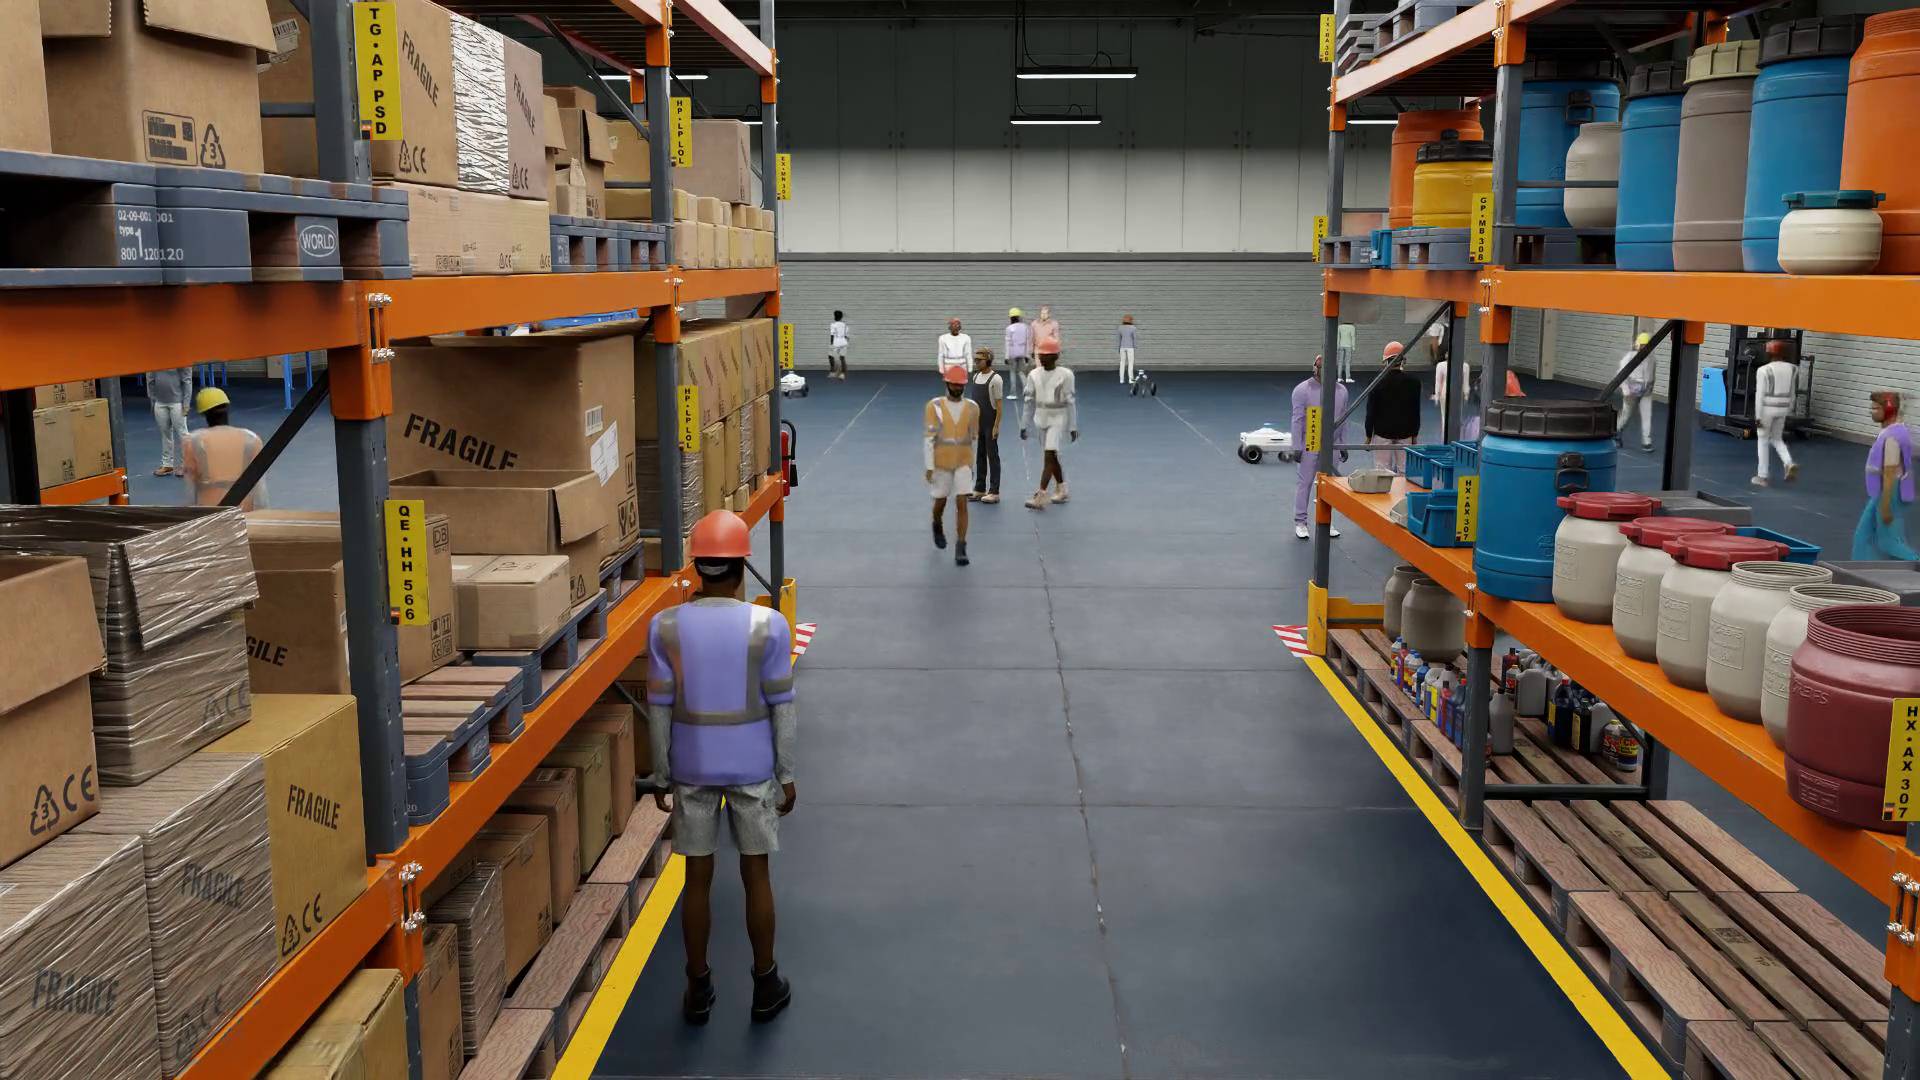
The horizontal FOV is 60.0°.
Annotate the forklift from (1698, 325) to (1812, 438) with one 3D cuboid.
[{"bbox_3d":[13.248,-3.165,27.620,1.129,2.768,1.873,0,9,1],"label":"forklift"}]

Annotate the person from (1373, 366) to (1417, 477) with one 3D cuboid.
[{"bbox_3d":[5.158,-1.323,19.807,0.544,1.751,0.528,0,9,-1],"label":"person"}]

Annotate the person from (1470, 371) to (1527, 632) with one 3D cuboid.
[{"bbox_3d":[4.027,-0.302,12.890,0.724,2.029,0.609,0,9,0],"label":"person"}]

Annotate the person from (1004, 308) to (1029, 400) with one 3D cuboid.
[{"bbox_3d":[1.184,-3.866,34.572,0.613,1.914,0.496,-7,12,-36],"label":"person"}]

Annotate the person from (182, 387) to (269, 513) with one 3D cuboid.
[{"bbox_3d":[-5.684,-0.241,12.927,0.609,1.894,0.618,-7,12,-34],"label":"person"}]

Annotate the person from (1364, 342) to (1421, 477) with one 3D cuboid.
[{"bbox_3d":[4.688,-1.151,18.076,0.612,1.995,0.392,-1,10,-4],"label":"person"}]

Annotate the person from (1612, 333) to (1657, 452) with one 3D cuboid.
[{"bbox_3d":[10.344,-2.280,25.451,0.589,1.799,0.869,-1,10,-7],"label":"person"}]

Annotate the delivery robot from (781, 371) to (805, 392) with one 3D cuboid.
[{"bbox_3d":[-3.588,-3.351,35.403,0.477,0.478,0.707,3,10,19],"label":"delivery robot"}]

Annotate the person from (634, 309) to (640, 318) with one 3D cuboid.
[{"bbox_3d":[-7.626,-4.727,39.812,0.987,1.902,0.538,0,9,1],"label":"person"}]

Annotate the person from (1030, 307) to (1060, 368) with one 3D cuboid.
[{"bbox_3d":[1.888,-4.252,37.055,0.652,1.863,0.993,1,10,6],"label":"person"}]

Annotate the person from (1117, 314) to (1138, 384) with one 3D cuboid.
[{"bbox_3d":[3.959,-4.519,39.332,0.507,1.631,0.266,5,11,27],"label":"person"}]

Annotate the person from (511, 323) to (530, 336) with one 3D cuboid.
[{"bbox_3d":[-8.041,-3.195,30.578,0.406,1.911,0.638,5,11,28],"label":"person"}]

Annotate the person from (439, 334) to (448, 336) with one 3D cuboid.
[{"bbox_3d":[-9.245,-3.071,30.039,0.795,1.850,0.512,2,10,13],"label":"person"}]

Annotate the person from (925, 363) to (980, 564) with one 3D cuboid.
[{"bbox_3d":[-0.087,-0.764,16.023,0.553,1.912,0.810,-2,10,-11],"label":"person"}]

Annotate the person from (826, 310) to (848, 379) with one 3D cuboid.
[{"bbox_3d":[-3.036,-4.779,40.736,0.561,1.672,0.665,-9,13,-42],"label":"person"}]

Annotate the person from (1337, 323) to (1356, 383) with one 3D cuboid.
[{"bbox_3d":[9.228,-4.583,39.716,0.264,1.632,0.507,-8,12,-40],"label":"person"}]

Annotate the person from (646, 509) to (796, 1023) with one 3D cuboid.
[{"bbox_3d":[-0.889,0.847,6.285,0.552,1.932,0.377,0,9,0],"label":"person"}]

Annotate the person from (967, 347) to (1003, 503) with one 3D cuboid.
[{"bbox_3d":[0.299,-1.378,19.885,0.345,1.846,0.506,-8,12,-40],"label":"person"}]

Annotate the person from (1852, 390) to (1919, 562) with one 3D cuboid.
[{"bbox_3d":[7.740,-0.334,13.763,0.841,1.811,0.566,5,11,26],"label":"person"}]

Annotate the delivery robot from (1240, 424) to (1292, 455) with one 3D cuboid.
[{"bbox_3d":[4.406,-1.431,23.904,0.707,0.478,0.477,0,10,-1],"label":"delivery robot"}]

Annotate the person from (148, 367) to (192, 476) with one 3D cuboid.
[{"bbox_3d":[-10.578,-1.825,22.282,0.631,1.940,0.372,2,10,11],"label":"person"}]

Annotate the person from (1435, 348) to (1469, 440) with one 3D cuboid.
[{"bbox_3d":[7.536,-2.200,25.500,0.506,1.614,0.640,3,10,17],"label":"person"}]

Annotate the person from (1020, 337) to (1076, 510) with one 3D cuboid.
[{"bbox_3d":[1.037,-1.379,19.481,0.635,1.987,1.072,7,12,35],"label":"person"}]

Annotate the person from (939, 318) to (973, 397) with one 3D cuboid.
[{"bbox_3d":[-0.063,-3.051,29.872,0.602,1.853,0.803,-1,10,-8],"label":"person"}]

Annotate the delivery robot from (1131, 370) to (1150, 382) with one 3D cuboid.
[{"bbox_3d":[3.899,-3.540,35.761,0.335,0.223,0.698,4,10,24],"label":"delivery robot"}]

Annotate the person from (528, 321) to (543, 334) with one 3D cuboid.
[{"bbox_3d":[-7.537,-3.037,29.856,0.508,1.831,0.644,-1,10,-5],"label":"person"}]

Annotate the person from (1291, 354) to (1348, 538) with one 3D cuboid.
[{"bbox_3d":[3.756,-0.978,17.301,0.637,1.910,0.403,-3,10,-16],"label":"person"}]

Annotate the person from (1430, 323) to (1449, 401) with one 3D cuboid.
[{"bbox_3d":[10.049,-3.903,34.551,0.706,2.000,0.540,-9,13,-42],"label":"person"}]

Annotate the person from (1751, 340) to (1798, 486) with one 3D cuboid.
[{"bbox_3d":[10.427,-1.618,21.246,0.599,1.869,0.542,-2,10,-11],"label":"person"}]
